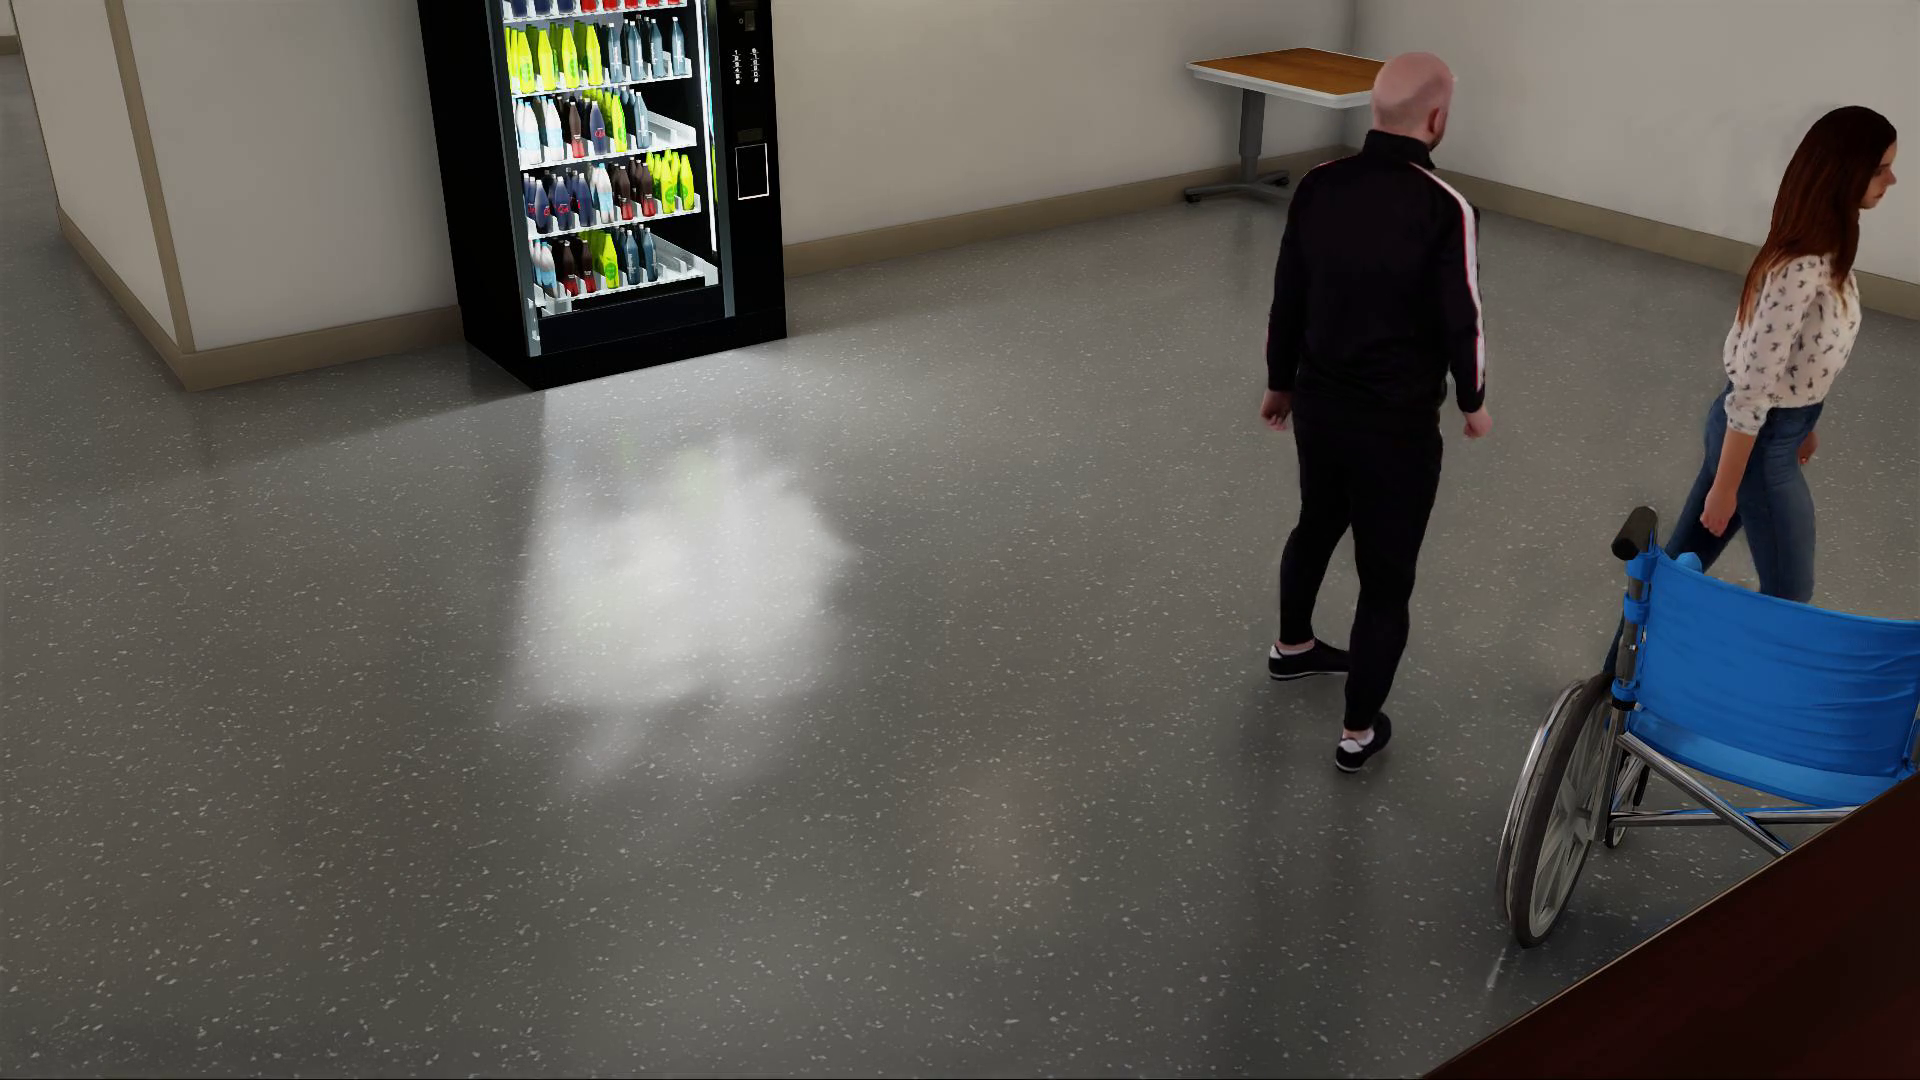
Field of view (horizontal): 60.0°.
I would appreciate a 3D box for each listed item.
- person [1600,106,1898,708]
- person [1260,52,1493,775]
[{"bbox_3d":[1.918,-0.230,4.200,1.016,1.702,0.993,10,28,20],"label":"person"},{"bbox_3d":[0.994,-0.248,4.102,0.725,1.819,0.732,21,33,37],"label":"person"}]
